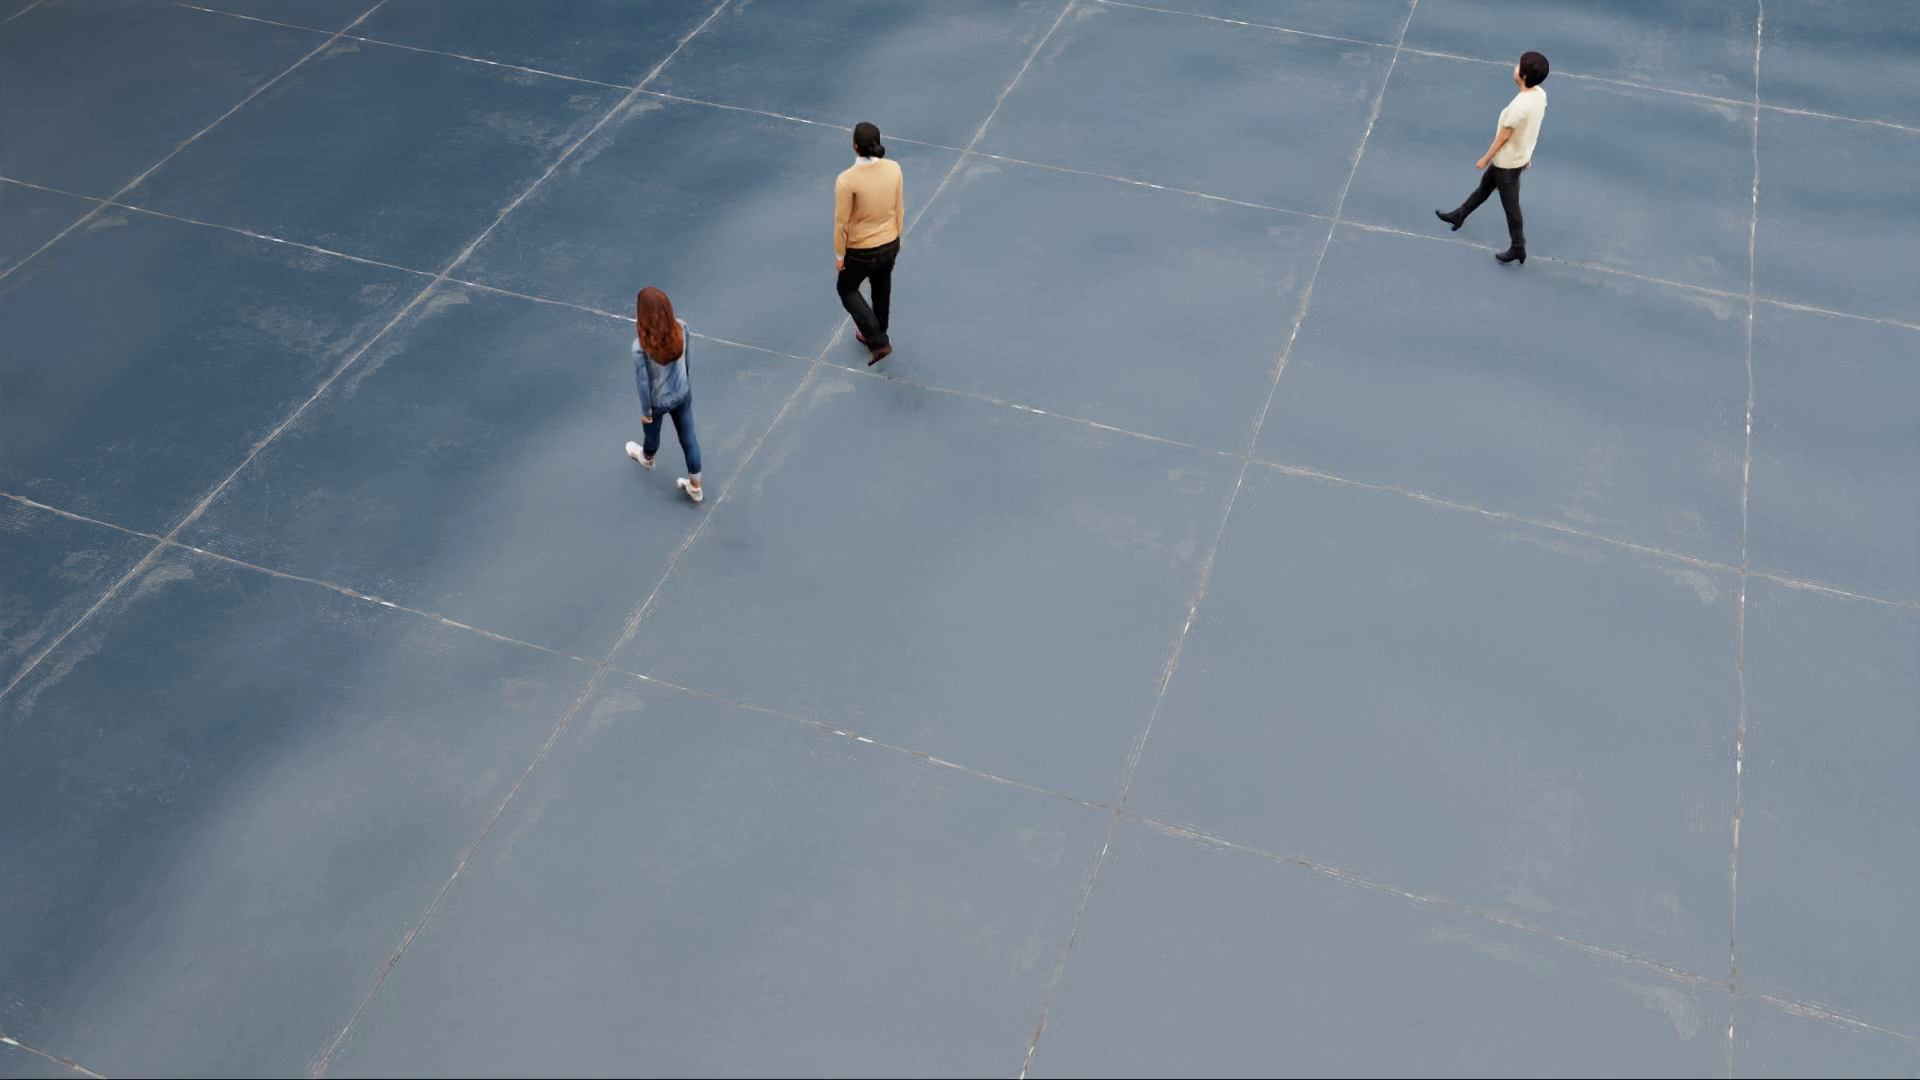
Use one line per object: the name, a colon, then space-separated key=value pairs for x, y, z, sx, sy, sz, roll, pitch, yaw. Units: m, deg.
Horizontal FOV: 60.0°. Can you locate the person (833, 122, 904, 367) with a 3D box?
person: x=-0.554 y=-1.866 z=10.790 sx=0.895 sy=1.748 sz=0.969 roll=-25 pitch=48 yaw=-24

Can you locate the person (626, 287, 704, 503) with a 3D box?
person: x=-1.695 y=-0.828 z=9.892 sx=0.833 sy=1.456 sz=0.990 roll=-32 pitch=52 yaw=-30

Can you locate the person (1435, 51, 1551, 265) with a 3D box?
person: x=3.964 y=-2.654 z=11.777 sx=1.064 sy=1.552 sz=0.775 roll=26 pitch=49 yaw=25
